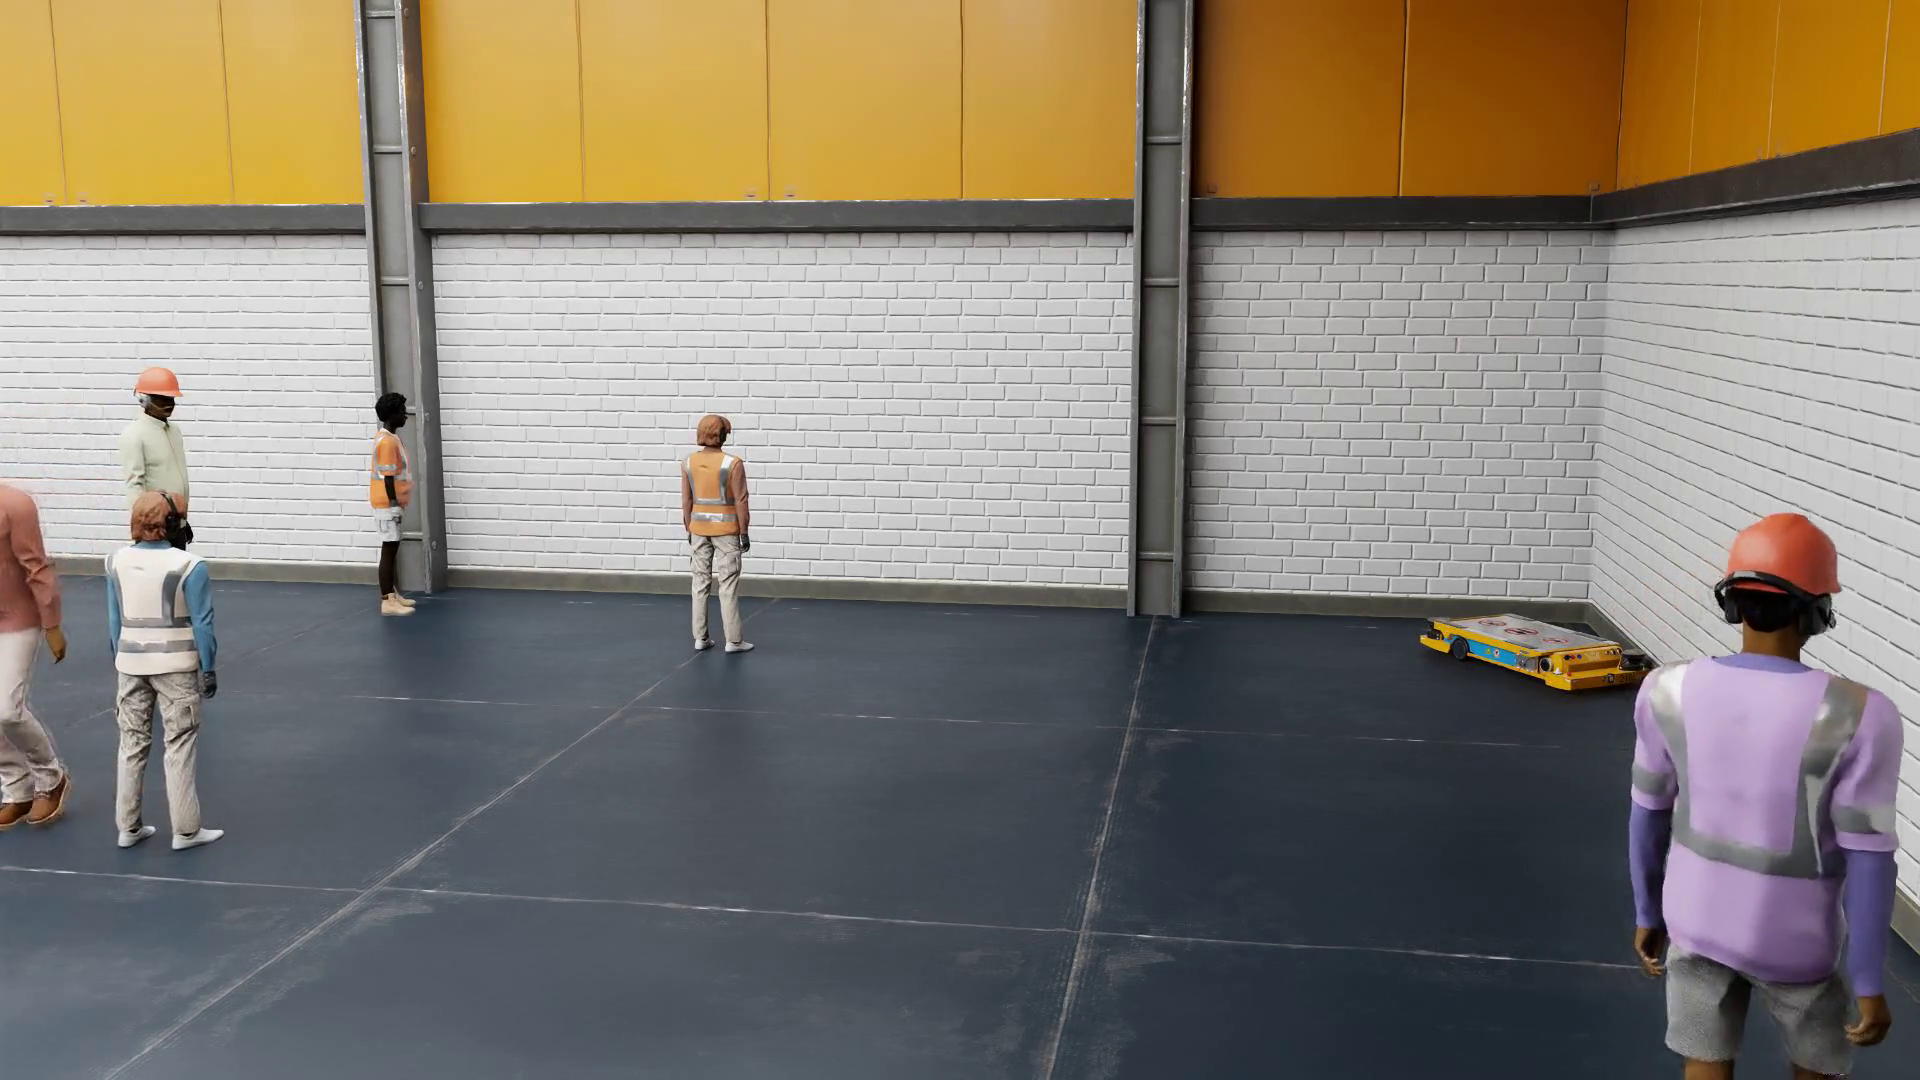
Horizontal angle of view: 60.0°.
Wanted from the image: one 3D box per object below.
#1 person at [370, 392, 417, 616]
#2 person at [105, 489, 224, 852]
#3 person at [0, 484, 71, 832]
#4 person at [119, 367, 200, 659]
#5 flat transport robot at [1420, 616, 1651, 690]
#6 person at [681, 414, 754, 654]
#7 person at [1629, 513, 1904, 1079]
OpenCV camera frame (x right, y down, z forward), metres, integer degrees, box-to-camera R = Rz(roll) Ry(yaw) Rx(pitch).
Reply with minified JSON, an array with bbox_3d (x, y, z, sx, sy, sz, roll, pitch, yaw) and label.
[{"bbox_3d":[-4.305,-0.273,12.614,0.317,1.693,0.535,-2,10,-15],"label":"person"},{"bbox_3d":[-3.602,0.589,7.507,0.524,1.626,0.332,2,9,10],"label":"person"},{"bbox_3d":[-4.466,0.400,7.618,0.640,1.963,0.517,2,9,11],"label":"person"},{"bbox_3d":[-5.142,-0.120,10.738,0.392,1.990,0.623,0,9,2],"label":"person"},{"bbox_3d":[3.747,0.709,10.920,0.652,0.197,1.431,-4,10,-23],"label":"flat transport robot"},{"bbox_3d":[-1.657,-0.036,11.316,0.511,1.637,0.307,4,10,22],"label":"person"},{"bbox_3d":[1.949,0.944,4.061,0.423,2.029,0.644,-9,13,-44],"label":"person"}]
